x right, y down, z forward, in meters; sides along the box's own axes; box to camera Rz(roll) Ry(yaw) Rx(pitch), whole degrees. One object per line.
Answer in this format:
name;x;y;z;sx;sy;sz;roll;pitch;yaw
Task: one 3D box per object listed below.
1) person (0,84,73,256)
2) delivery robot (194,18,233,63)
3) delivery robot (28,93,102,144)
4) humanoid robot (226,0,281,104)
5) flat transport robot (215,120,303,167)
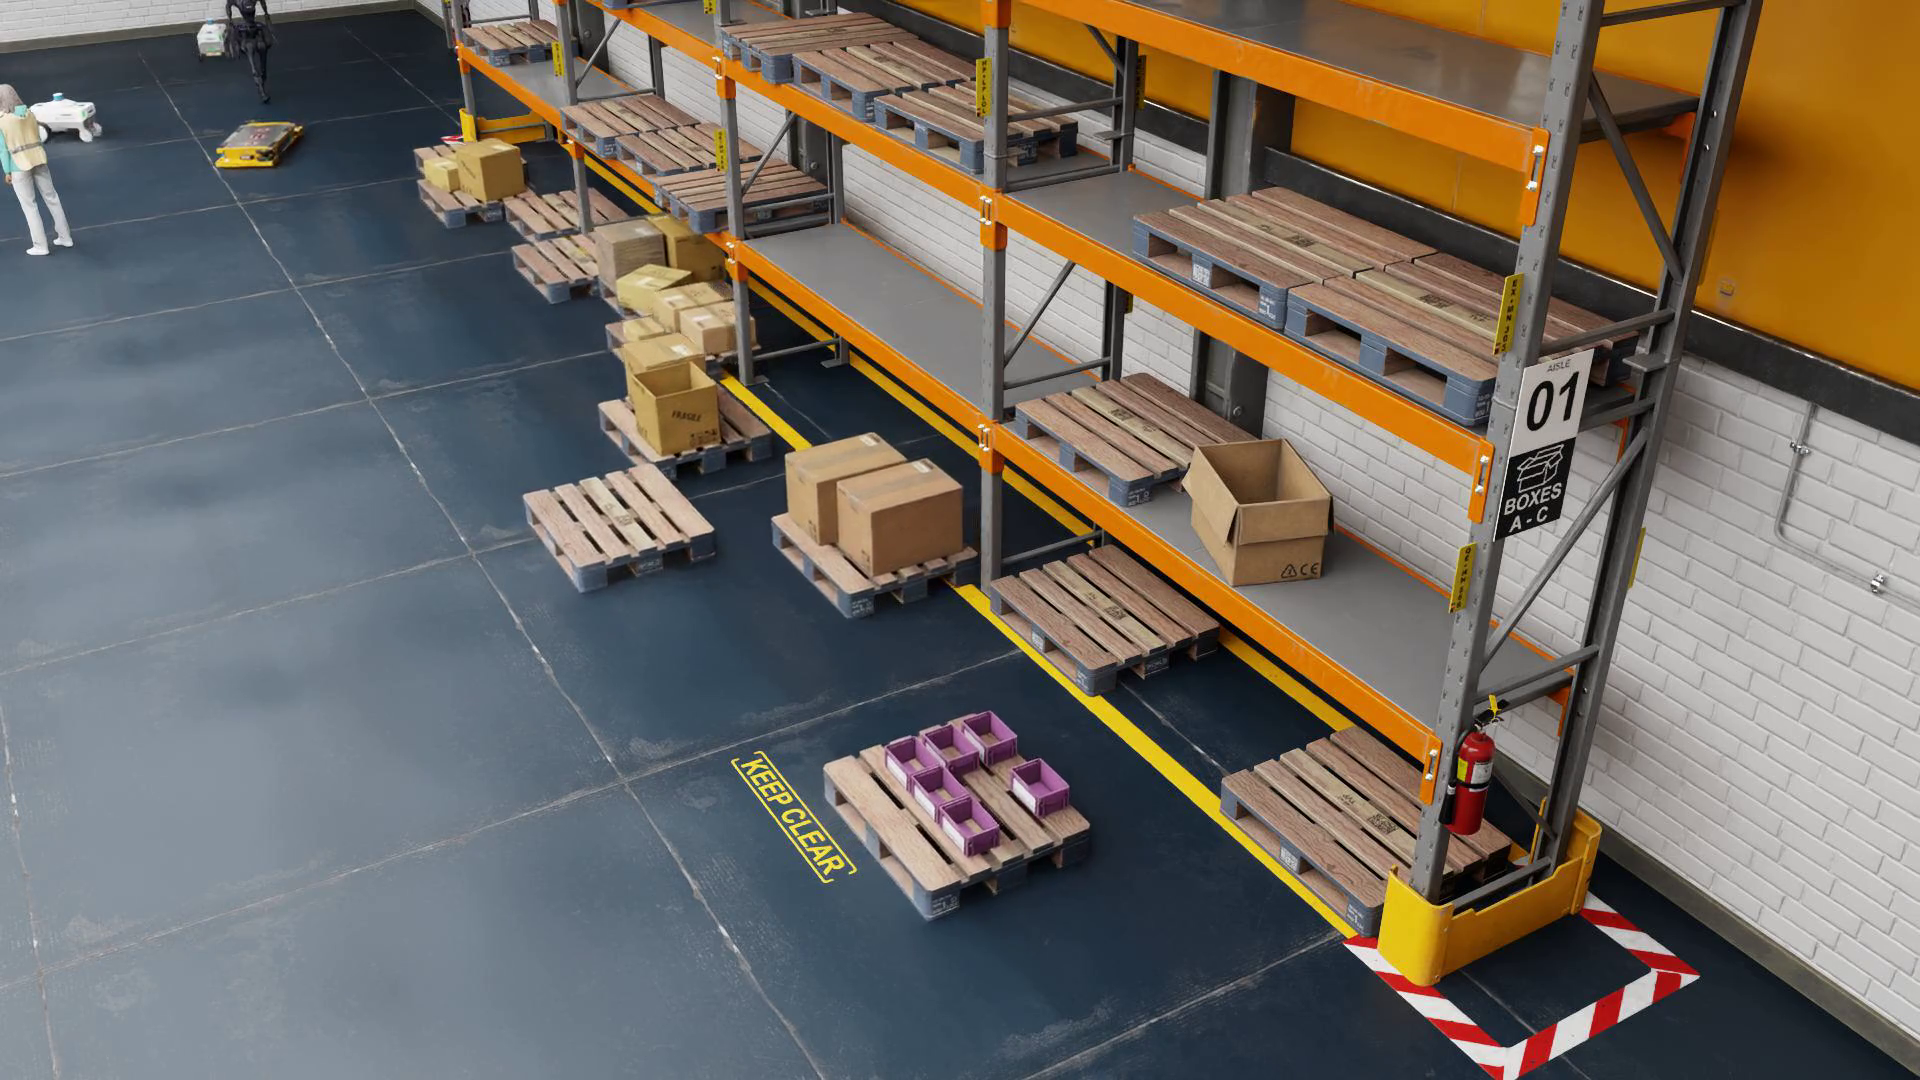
person;-9.376;-3.727;16.758;0.372;1.700;0.458;14;32;23
delivery robot;-10.842;-7.245;24.150;0.499;0.613;0.796;-8;30;-13
delivery robot;-11.064;-5.209;20.530;0.777;0.587;0.499;-1;30;-1
humanoid robot;-9.277;-6.605;21.903;0.583;1.629;0.755;-23;37;-35
flat transport robot;-8.456;-4.787;20.084;0.659;0.231;1.431;-3;30;-5
